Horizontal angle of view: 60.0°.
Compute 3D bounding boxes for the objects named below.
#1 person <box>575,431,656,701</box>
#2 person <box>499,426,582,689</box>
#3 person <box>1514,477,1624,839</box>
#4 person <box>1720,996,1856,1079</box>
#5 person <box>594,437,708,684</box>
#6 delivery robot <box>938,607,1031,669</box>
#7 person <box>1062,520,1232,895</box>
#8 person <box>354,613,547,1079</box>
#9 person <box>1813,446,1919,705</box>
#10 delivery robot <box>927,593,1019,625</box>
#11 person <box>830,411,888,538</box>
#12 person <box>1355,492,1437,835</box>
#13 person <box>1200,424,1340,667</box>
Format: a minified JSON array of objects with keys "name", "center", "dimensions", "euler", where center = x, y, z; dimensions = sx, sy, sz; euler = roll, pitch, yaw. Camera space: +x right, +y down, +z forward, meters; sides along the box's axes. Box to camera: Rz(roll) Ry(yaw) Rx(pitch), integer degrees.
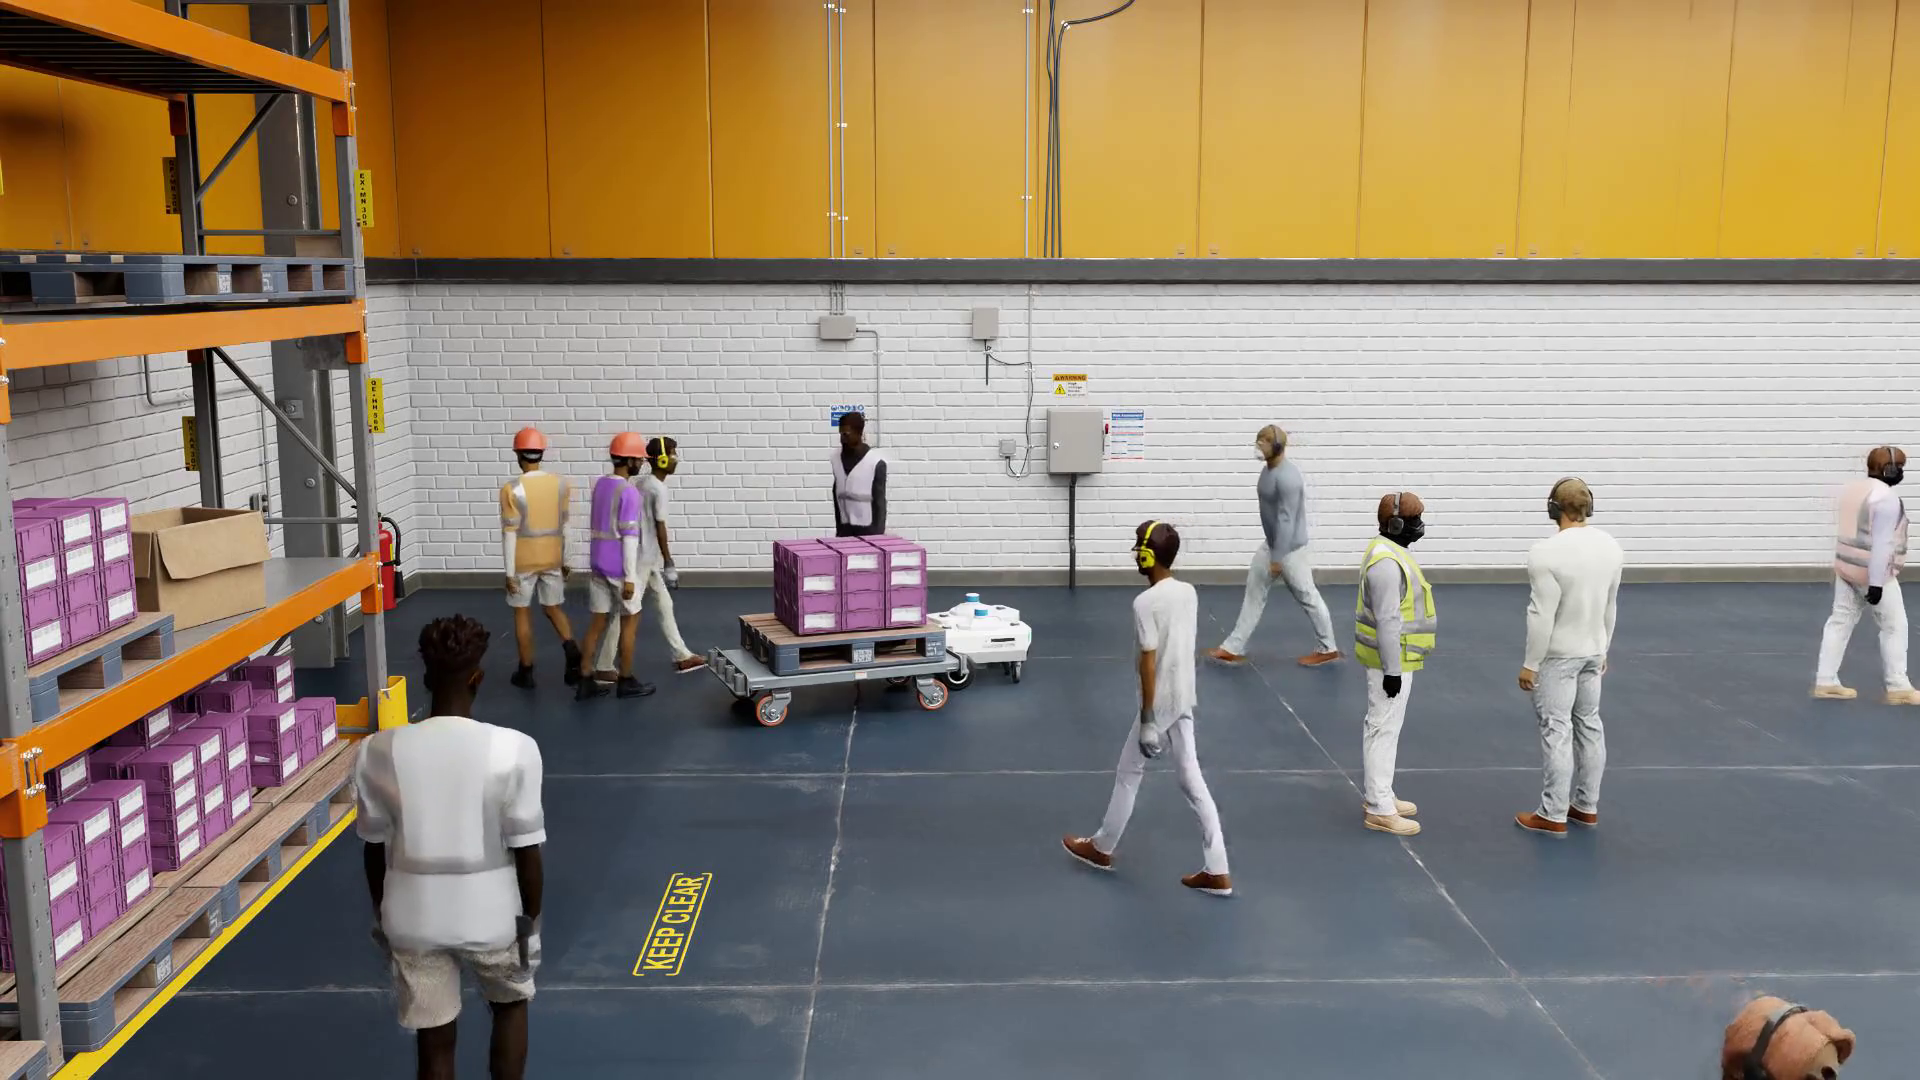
[{"name":"person","center":[-2.439,0.193,11.695],"dimensions":[0.600,1.911,0.538],"euler":[-9,13,-44]},{"name":"person","center":[-3.001,0.148,11.880],"dimensions":[0.547,1.913,0.709],"euler":[-8,12,-40]},{"name":"person","center":[3.245,0.627,8.900],"dimensions":[0.629,1.936,0.371],"euler":[-5,10,-28]},{"name":"person","center":[1.596,1.693,3.304],"dimensions":[0.530,1.620,0.429],"euler":[-6,11,-32]},{"name":"person","center":[-2.280,0.151,12.241],"dimensions":[0.956,1.806,0.506],"euler":[-3,10,-20]},{"name":"delivery robot","center":[0.156,0.732,12.191],"dimensions":[0.707,0.478,0.477],"euler":[-2,9,-13]},{"name":"person","center":[0.969,0.804,8.182],"dimensions":[0.976,1.814,0.570],"euler":[8,12,41]},{"name":"person","center":[-1.619,1.201,5.350],"dimensions":[0.604,1.941,0.457],"euler":[-1,9,-8]},{"name":"person","center":[6.444,0.248,11.612],"dimensions":[0.828,1.805,0.644],"euler":[0,9,2]},{"name":"delivery robot","center":[0.093,0.651,12.687],"dimensions":[0.707,0.478,0.477],"euler":[-6,11,-32]},{"name":"person","center":[-0.821,-0.101,13.469],"dimensions":[0.612,1.896,0.446],"euler":[8,12,39]},{"name":"person","center":[2.362,0.652,9.040],"dimensions":[0.429,1.844,0.624],"euler":[2,10,14]},{"name":"person","center":[2.409,0.062,12.564],"dimensions":[1.083,1.872,0.640],"euler":[-1,9,-7]}]
